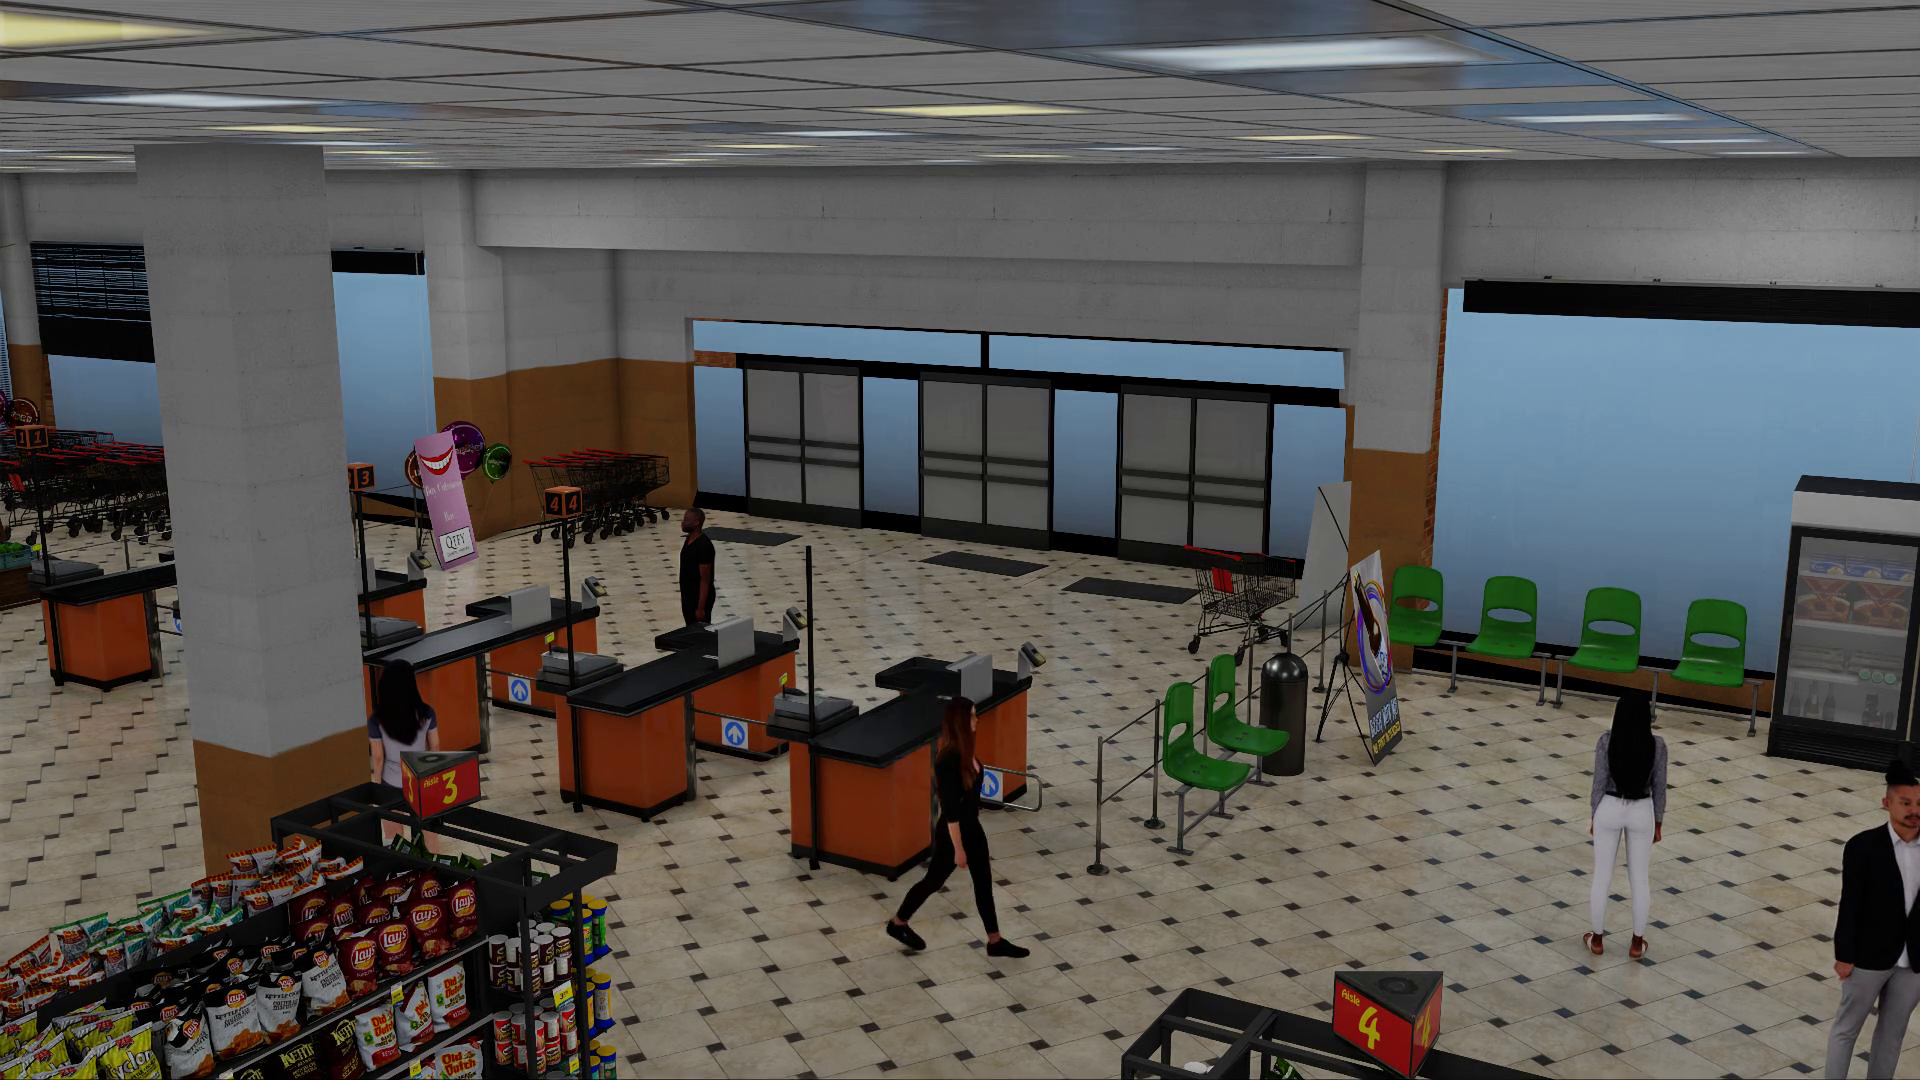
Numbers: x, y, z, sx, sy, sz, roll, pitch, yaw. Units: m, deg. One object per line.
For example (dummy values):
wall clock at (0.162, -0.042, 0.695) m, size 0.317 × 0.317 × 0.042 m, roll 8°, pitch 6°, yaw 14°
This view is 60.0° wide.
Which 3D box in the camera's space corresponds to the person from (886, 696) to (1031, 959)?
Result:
person at (-0.110, 1.805, 10.319) m, size 0.852 × 1.673 × 1.151 m, roll 4°, pitch 12°, yaw 18°

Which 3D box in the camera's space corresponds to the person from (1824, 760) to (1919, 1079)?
person at (4.714, 2.054, 8.466) m, size 0.787 × 1.948 × 0.763 m, roll 1°, pitch 12°, yaw 5°

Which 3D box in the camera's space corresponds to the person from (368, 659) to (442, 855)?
person at (-3.701, 1.619, 11.120) m, size 0.624 × 1.706 × 0.737 m, roll -7°, pitch 14°, yaw -30°

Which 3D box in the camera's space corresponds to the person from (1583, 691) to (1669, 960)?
person at (4.158, 1.762, 10.397) m, size 0.641 × 1.725 × 0.604 m, roll 3°, pitch 12°, yaw 15°

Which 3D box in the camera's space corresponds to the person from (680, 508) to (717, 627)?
person at (-2.483, 0.582, 15.772) m, size 0.755 × 1.820 × 0.750 m, roll -6°, pitch 13°, yaw -27°
